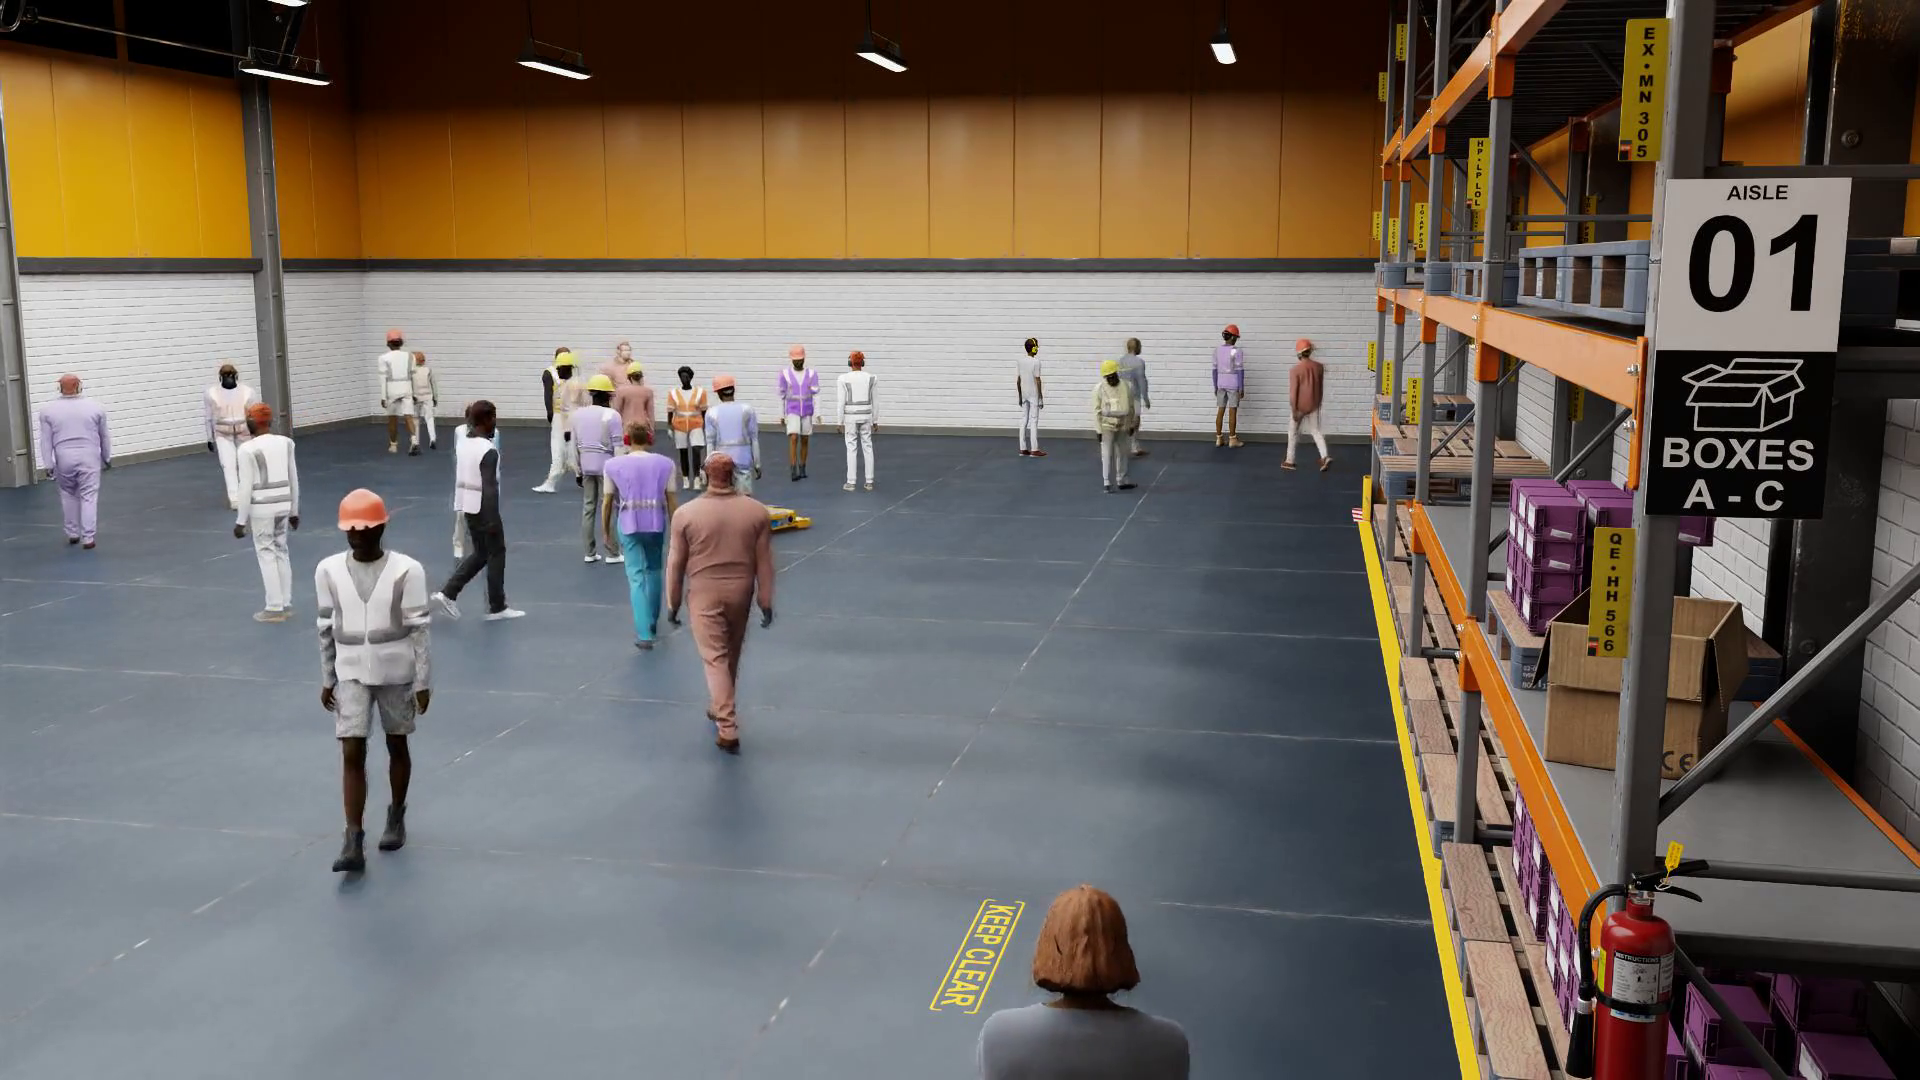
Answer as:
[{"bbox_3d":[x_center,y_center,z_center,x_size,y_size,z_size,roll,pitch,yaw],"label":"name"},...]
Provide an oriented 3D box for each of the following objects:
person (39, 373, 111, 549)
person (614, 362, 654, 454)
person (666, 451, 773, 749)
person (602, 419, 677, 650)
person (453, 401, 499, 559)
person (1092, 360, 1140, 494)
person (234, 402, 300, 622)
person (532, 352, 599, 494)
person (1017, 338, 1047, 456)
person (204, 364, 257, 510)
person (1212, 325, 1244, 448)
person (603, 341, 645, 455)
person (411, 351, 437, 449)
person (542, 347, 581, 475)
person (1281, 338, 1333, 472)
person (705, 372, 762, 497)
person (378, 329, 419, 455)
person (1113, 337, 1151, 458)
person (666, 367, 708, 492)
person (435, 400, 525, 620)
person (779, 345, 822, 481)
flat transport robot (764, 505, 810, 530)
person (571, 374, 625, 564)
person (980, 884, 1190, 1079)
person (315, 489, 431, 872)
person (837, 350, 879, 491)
[{"bbox_3d":[-9.492,-0.859,17.904,0.657,1.881,0.781,-4,10,-23],"label":"person"},{"bbox_3d":[-4.352,-1.530,22.368,0.523,1.730,0.885,-7,12,-36],"label":"person"},{"bbox_3d":[-1.538,0.361,10.607,0.659,1.860,0.980,-4,10,-25],"label":"person"},{"bbox_3d":[-2.587,-0.070,13.373,0.574,1.800,0.930,-4,10,-23],"label":"person"},{"bbox_3d":[-5.022,-0.621,17.191,0.538,1.621,0.426,2,10,10],"label":"person"},{"bbox_3d":[2.088,-1.502,22.049,0.728,1.784,0.442,-4,10,-25],"label":"person"},{"bbox_3d":[-5.891,-0.235,14.119,0.404,1.882,0.583,4,10,22],"label":"person"},{"bbox_3d":[-5.155,-1.539,21.985,0.985,1.873,0.606,-5,11,-27],"label":"person"},{"bbox_3d":[1.128,-2.254,26.309,0.509,1.872,0.329,9,13,44],"label":"person"},{"bbox_3d":[-9.103,-1.311,20.852,0.635,1.801,0.938,-5,11,-28],"label":"person"},{"bbox_3d":[4.470,-2.549,27.592,0.386,2.034,0.604,-9,13,-44],"label":"person"},{"bbox_3d":[-5.177,-2.135,25.624,0.653,1.870,0.966,-8,12,-39],"label":"person"},{"bbox_3d":[-8.883,-2.314,27.471,0.530,1.607,0.819,-6,11,-30],"label":"person"},{"bbox_3d":[-5.710,-1.869,24.070,0.429,1.842,0.636,8,12,40],"label":"person"},{"bbox_3d":[5.117,-1.975,24.385,0.620,1.961,0.954,-4,10,-20],"label":"person"},{"bbox_3d":[-2.373,-0.796,17.407,0.584,1.910,0.675,-1,9,-5],"label":"person"},{"bbox_3d":[-8.906,-2.348,26.457,0.621,2.012,0.972,-6,11,-34],"label":"person"},{"bbox_3d":[2.603,-2.206,25.931,0.867,1.912,0.631,-4,10,-24],"label":"person"},{"bbox_3d":[-3.644,-1.473,22.198,0.551,1.663,0.739,-1,9,-5],"label":"person"},{"bbox_3d":[-4.082,-0.235,14.071,0.621,1.897,0.612,-9,13,-42],"label":"person"},{"bbox_3d":[-2.228,-1.771,23.321,0.556,1.889,0.932,-2,10,-14],"label":"person"},{"bbox_3d":[-2.413,-0.201,18.744,0.652,0.197,1.431,7,12,37],"label":"flat transport robot"},{"bbox_3d":[-3.649,-0.713,16.859,0.590,1.923,0.383,4,10,21],"label":"person"},{"bbox_3d":[0.277,1.609,3.858,0.502,1.601,0.770,1,9,4],"label":"person"},{"bbox_3d":[-2.956,0.708,8.342,0.570,1.905,0.875,-1,10,-9],"label":"person"},{"bbox_3d":[-1.374,-1.601,22.332,0.584,1.882,0.337,-4,10,-22],"label":"person"}]
